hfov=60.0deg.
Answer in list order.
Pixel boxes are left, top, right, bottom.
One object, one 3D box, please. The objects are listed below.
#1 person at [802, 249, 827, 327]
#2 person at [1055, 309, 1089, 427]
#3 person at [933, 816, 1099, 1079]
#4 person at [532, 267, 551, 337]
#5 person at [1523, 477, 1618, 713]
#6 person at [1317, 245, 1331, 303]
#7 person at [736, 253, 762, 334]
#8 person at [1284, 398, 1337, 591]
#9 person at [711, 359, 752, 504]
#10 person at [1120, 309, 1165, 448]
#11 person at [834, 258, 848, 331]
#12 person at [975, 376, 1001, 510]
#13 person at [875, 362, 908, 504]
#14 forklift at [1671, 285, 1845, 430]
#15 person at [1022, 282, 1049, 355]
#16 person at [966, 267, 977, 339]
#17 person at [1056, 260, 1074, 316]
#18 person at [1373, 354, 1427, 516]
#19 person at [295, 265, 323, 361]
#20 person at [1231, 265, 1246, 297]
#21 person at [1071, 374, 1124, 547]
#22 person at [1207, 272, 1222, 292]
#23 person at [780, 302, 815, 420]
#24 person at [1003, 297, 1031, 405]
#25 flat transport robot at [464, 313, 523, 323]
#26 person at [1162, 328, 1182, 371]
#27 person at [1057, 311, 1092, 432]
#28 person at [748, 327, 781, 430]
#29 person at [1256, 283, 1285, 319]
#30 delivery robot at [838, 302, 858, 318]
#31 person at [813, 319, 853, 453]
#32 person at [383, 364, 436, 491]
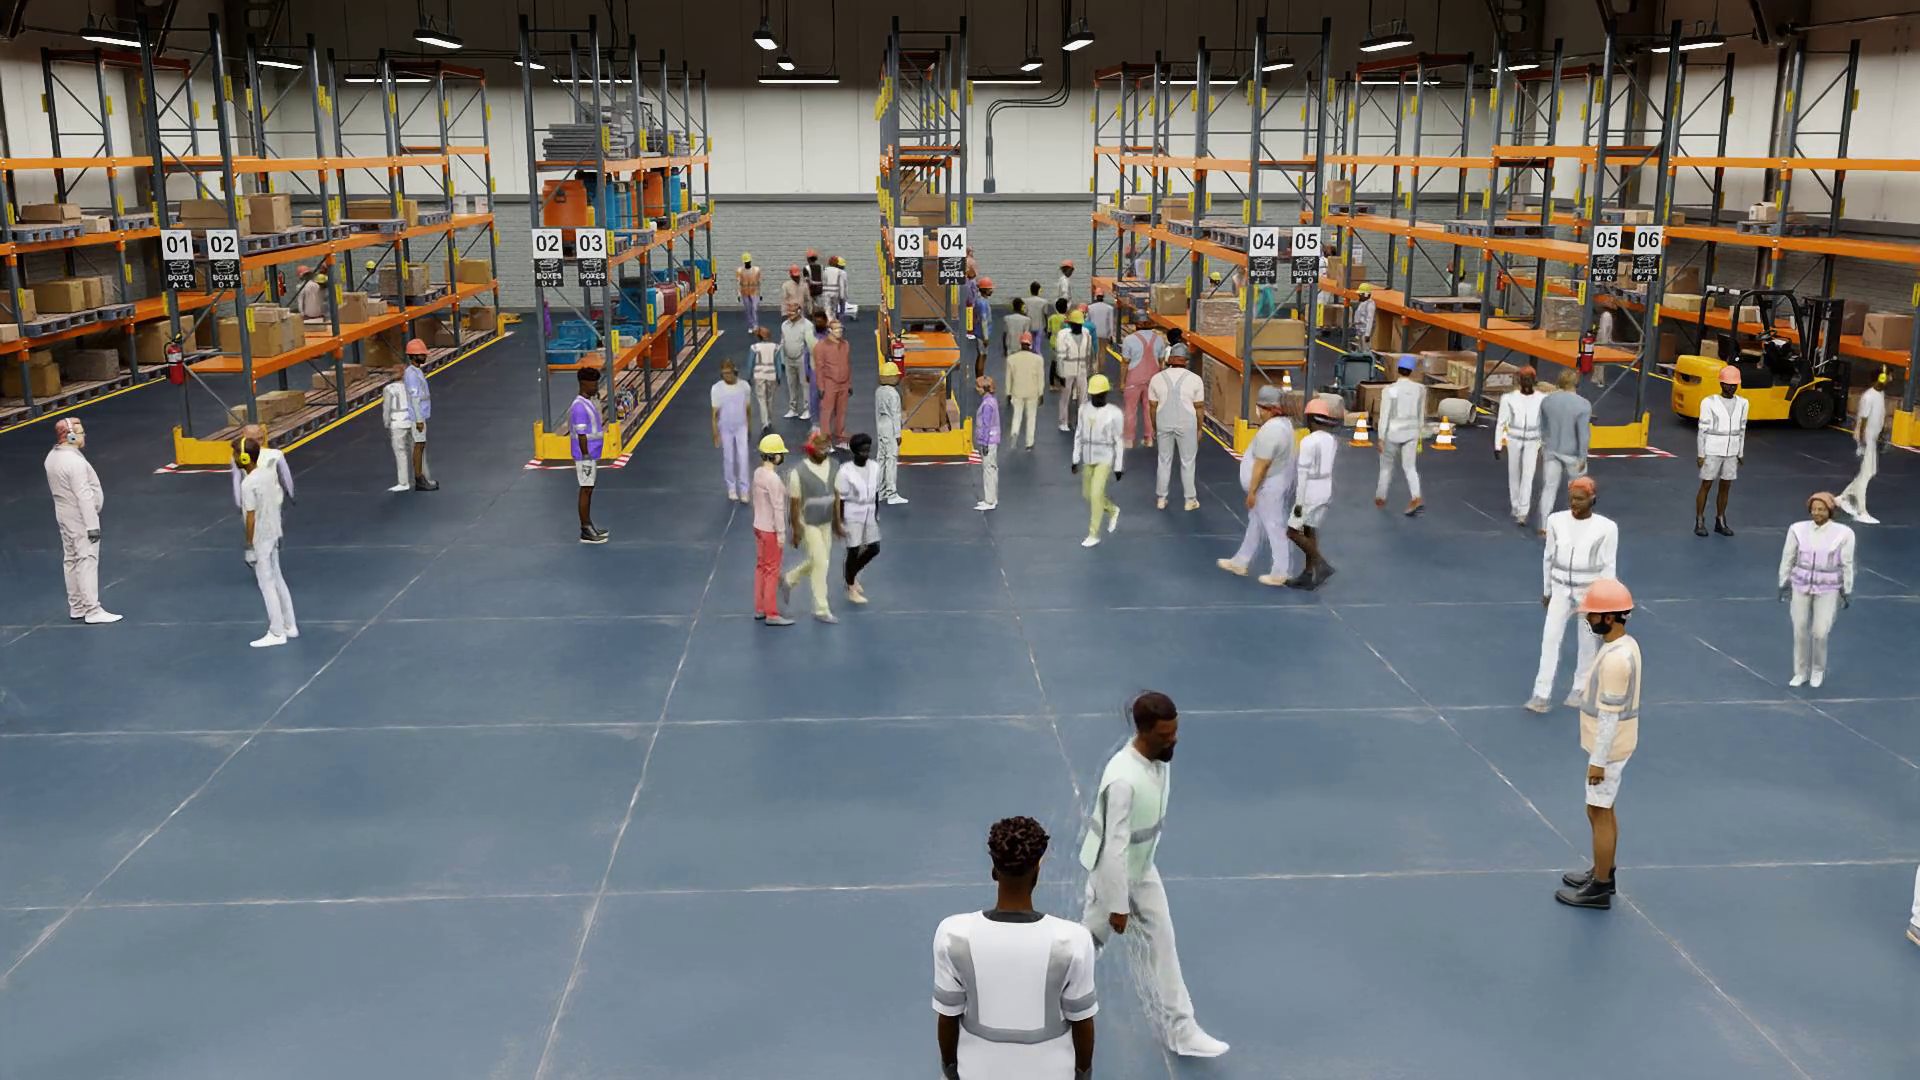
[{"bbox_3d":[-3.378,-5.804,38.980,0.609,1.998,1.040,-9,16,-33],"label":"person"},{"bbox_3d":[1.765,-2.691,26.099,0.563,1.839,0.394,-6,15,-25],"label":"person"},{"bbox_3d":[0.207,1.953,6.151,0.603,1.966,0.368,2,13,7],"label":"person"},{"bbox_3d":[-9.730,-5.594,38.600,0.343,1.744,0.565,-8,16,-31],"label":"person"},{"bbox_3d":[4.694,0.445,12.784,0.601,1.845,0.909,11,17,40],"label":"person"},{"bbox_3d":[9.296,-6.586,42.534,0.346,1.878,0.581,7,15,27],"label":"person"},{"bbox_3d":[-4.951,-5.774,39.043,0.607,1.882,0.935,-2,13,-6],"label":"person"},{"bbox_3d":[3.496,-0.429,16.362,0.479,1.909,0.571,11,17,39],"label":"person"},{"bbox_3d":[-2.786,-1.328,20.400,0.529,1.796,0.809,-3,14,-14],"label":"person"},{"bbox_3d":[2.622,-2.367,24.294,0.685,2.000,0.535,-6,14,-22],"label":"person"},{"bbox_3d":[-2.847,-5.806,39.487,0.369,1.756,0.560,8,16,32],"label":"person"},{"bbox_3d":[0.339,-1.177,20.131,0.314,1.634,0.515,1,13,5],"label":"person"},{"bbox_3d":[-0.859,-1.324,20.511,0.296,1.745,0.485,-9,16,-32],"label":"person"},{"bbox_3d":[12.503,-2.886,26.166,2.313,2.155,1.214,-1,13,-3],"label":"forklift"},{"bbox_3d":[1.430,-4.004,31.725,0.557,1.820,0.993,1,13,4],"label":"person"},{"bbox_3d":[0.230,-5.434,38.161,0.276,1.633,0.502,-7,15,-26],"label":"person"},{"bbox_3d":[2.214,-4.844,34.863,0.406,2.018,0.760,1,13,3],"label":"person"},{"bbox_3d":[5.296,-1.258,19.884,0.620,1.915,0.922,-2,14,-10],"label":"person"},{"bbox_3d":[-13.302,-4.640,34.079,0.593,1.968,0.668,4,14,16],"label":"person"},{"bbox_3d":[6.669,-5.716,39.437,0.516,1.590,0.848,5,14,19],"label":"person"},{"bbox_3d":[1.563,-0.907,18.402,0.594,1.900,0.737,12,18,42],"label":"person"},{"bbox_3d":[5.331,-4.764,35.061,0.336,1.757,0.518,-2,13,-8],"label":"person"},{"bbox_3d":[-2.640,-2.890,26.833,0.636,1.900,0.399,7,15,28],"label":"person"},{"bbox_3d":[0.967,-3.248,28.510,0.516,1.820,0.995,3,14,11],"label":"person"},{"bbox_3d":[-11.685,-5.570,41.655,1.431,0.197,0.652,9,16,32],"label":"flat transport robot"},{"bbox_3d":[3.160,-2.337,24.928,0.319,1.689,0.539,2,13,9],"label":"person"},{"bbox_3d":[1.775,-2.547,25.403,0.598,1.876,0.958,-5,14,-19],"label":"person"},{"bbox_3d":[-3.042,-2.529,25.946,0.526,1.609,0.730,-7,15,-28],"label":"person"},{"bbox_3d":[7.872,-6.392,41.998,0.870,1.721,0.551,8,16,31],"label":"person"},{"bbox_3d":[-2.933,-5.794,41.795,0.707,0.478,0.477,-4,14,-17],"label":"delivery robot"},{"bbox_3d":[-1.794,-2.226,23.978,0.409,1.913,0.642,12,18,42],"label":"person"},{"bbox_3d":[-7.061,-1.433,21.258,0.340,1.616,0.610,13,18,43],"label":"person"}]
